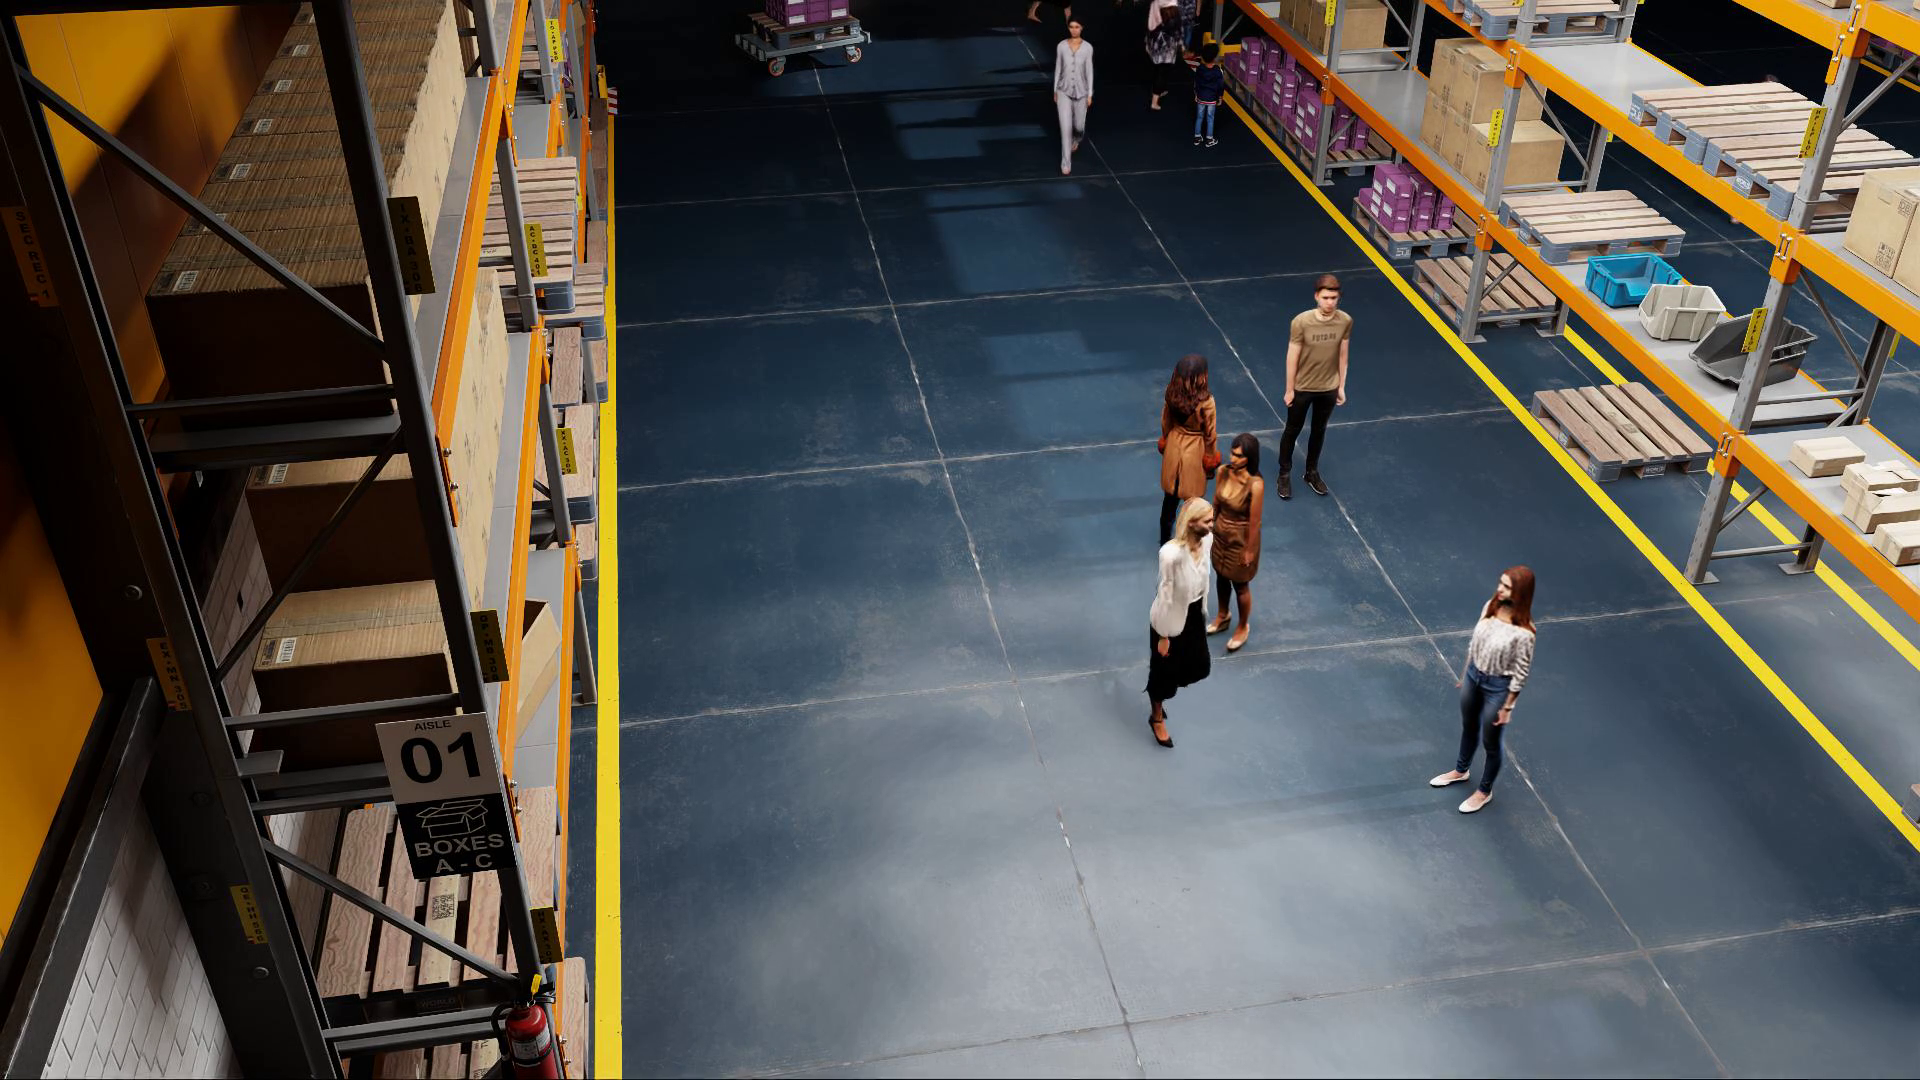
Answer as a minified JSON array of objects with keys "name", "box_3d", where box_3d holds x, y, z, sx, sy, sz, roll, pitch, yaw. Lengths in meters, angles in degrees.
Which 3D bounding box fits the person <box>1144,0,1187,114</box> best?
[{"name":"person","box_3d":[2.476,-6.074,20.528,0.947,1.616,1.006,21,39,29]}]

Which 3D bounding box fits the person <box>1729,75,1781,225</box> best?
[{"name":"person","box_3d":[8.419,-4.185,17.703,0.692,1.597,0.834,2,34,3]}]

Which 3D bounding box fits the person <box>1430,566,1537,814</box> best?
[{"name":"person","box_3d":[3.194,0.873,9.975,0.681,1.728,0.519,-13,36,-19]}]

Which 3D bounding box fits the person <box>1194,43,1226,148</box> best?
[{"name":"person","box_3d":[2.929,-5.273,19.680,0.598,1.221,0.643,16,37,23]}]

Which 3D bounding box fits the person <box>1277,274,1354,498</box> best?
[{"name":"person","box_3d":[2.767,-1.214,13.003,0.646,1.852,0.542,-5,34,-8]}]

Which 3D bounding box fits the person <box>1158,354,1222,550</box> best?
[{"name":"person","box_3d":[1.665,-0.594,12.189,0.747,1.720,0.833,26,42,33]}]

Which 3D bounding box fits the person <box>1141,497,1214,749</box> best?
[{"name":"person","box_3d":[1.301,0.492,10.439,0.789,1.848,0.841,-21,39,-28]}]

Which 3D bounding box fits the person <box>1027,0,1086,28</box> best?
[{"name":"person","box_3d":[1.264,-8.049,23.536,0.979,1.574,1.121,10,35,15]}]

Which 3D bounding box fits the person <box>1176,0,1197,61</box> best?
[{"name":"person","box_3d":[2.993,-7.060,22.351,0.751,1.240,0.744,-25,41,-32]}]

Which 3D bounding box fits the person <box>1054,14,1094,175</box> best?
[{"name":"person","box_3d":[1.292,-5.107,18.951,0.779,1.750,1.064,4,34,5]}]

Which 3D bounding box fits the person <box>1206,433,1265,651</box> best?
[{"name":"person","box_3d":[1.881,0.002,11.326,0.703,1.683,0.597,-23,40,-30]}]

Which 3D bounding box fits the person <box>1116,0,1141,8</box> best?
[{"name":"person","box_3d":[2.474,-8.688,24.199,0.793,1.779,0.692,4,34,6]}]
